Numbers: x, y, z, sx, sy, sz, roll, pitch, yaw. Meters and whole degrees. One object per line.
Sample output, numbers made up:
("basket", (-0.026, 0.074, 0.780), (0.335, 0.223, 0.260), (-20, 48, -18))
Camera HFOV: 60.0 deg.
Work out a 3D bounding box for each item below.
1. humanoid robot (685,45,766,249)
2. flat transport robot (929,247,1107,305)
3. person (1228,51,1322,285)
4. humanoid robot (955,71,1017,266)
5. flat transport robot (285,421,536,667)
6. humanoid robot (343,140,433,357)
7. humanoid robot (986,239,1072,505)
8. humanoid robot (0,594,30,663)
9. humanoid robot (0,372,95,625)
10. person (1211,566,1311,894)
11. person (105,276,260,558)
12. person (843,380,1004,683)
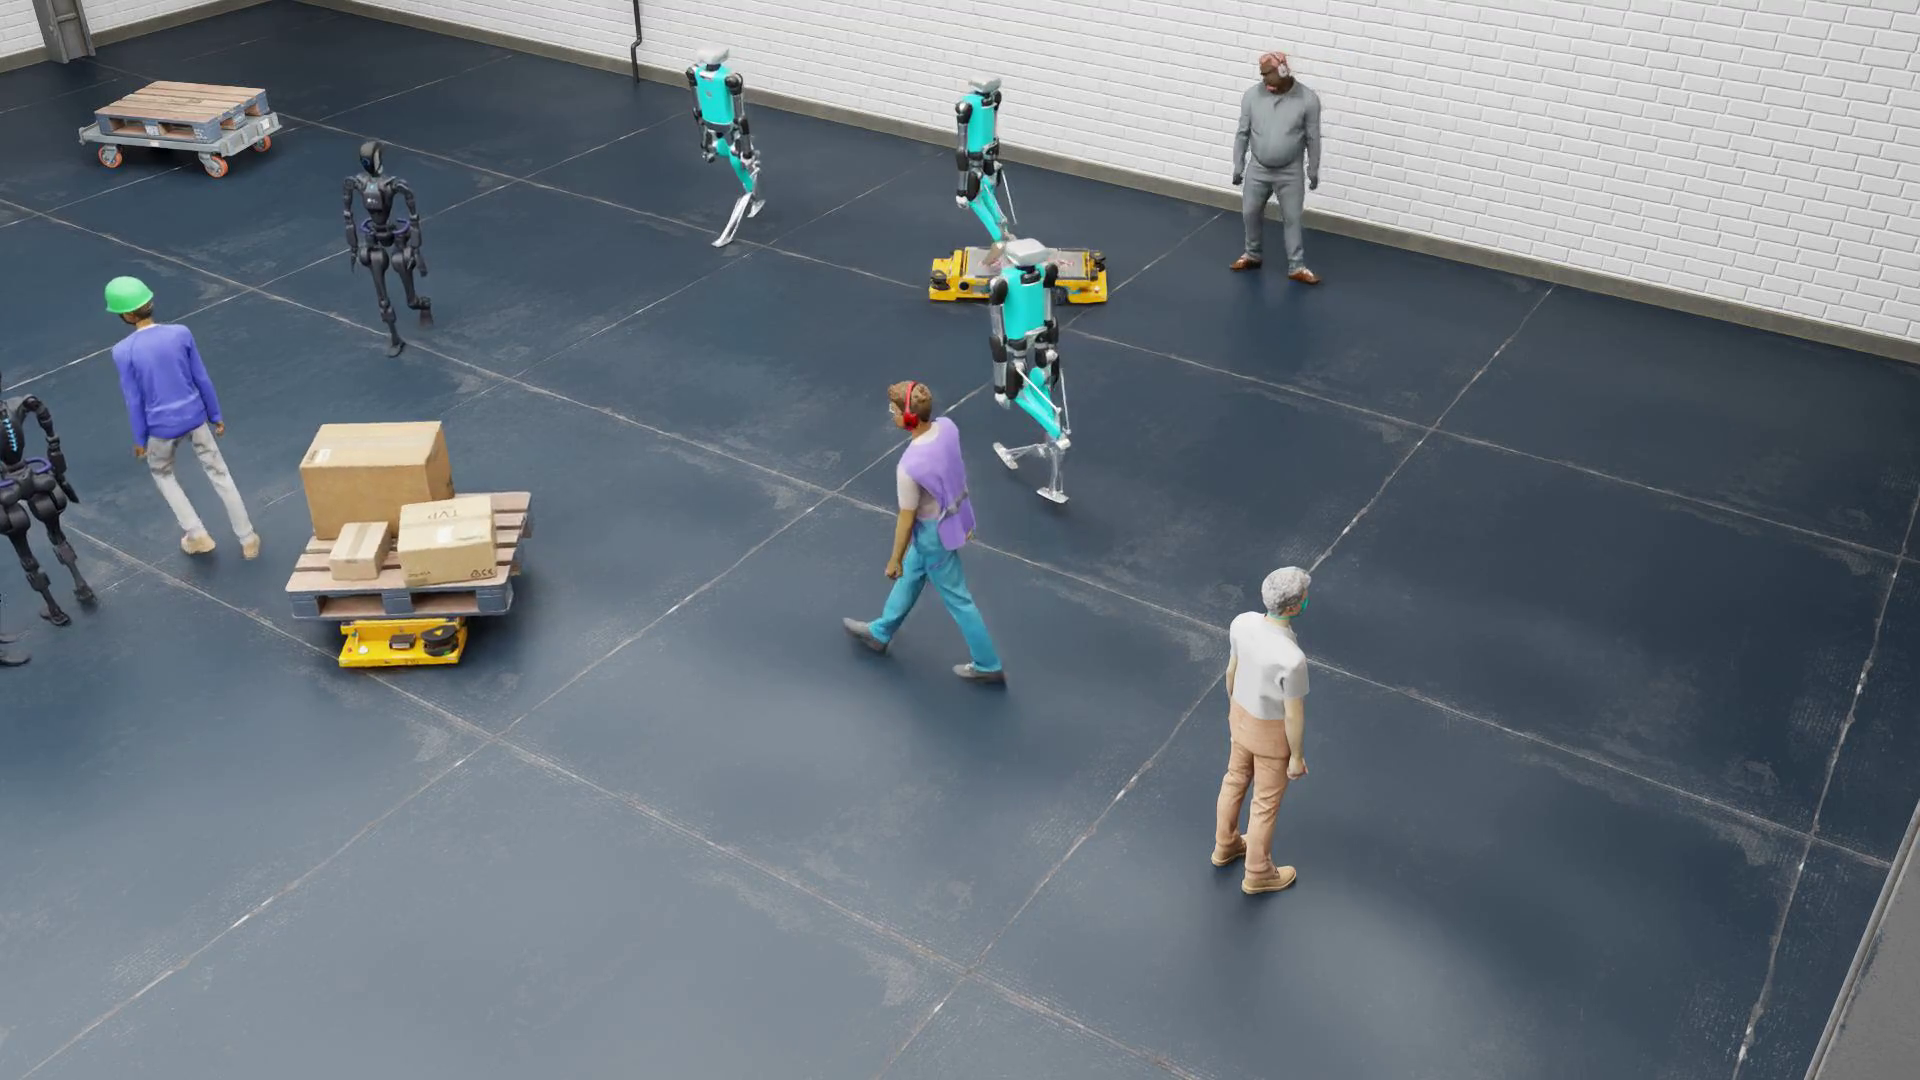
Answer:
("humanoid robot", (-1.872, -3.443, 14.319), (0.530, 1.771, 1.021), (17, 36, 24))
("flat transport robot", (0.481, -2.167, 13.628), (1.431, 0.231, 0.659), (1, 33, 2))
("person", (2.632, -2.990, 13.439), (0.864, 1.868, 0.406), (11, 34, 16))
("humanoid robot", (0.333, -2.757, 13.283), (0.756, 1.898, 0.548), (19, 37, 27))
("flat transport robot", (-3.175, 0.258, 9.854), (0.659, 0.231, 1.431), (-2, 33, -3))
("humanoid robot", (-4.268, -2.225, 12.422), (0.583, 1.633, 0.581), (0, 33, 0))
("humanoid robot", (0.522, -0.995, 10.448), (0.544, 1.732, 1.027), (-25, 40, -33))
("humanoid robot", (-5.459, -0.092, 9.101), (0.351, 1.657, 0.614), (-6, 33, -10))
("humanoid robot", (-5.295, -0.252, 9.342), (0.341, 1.655, 0.601), (24, 40, 32))
("person", (1.391, 0.856, 7.556), (0.308, 1.745, 0.494), (-17, 37, -25))
("person", (-4.648, -0.679, 9.869), (0.552, 1.840, 0.527), (-27, 42, -36))
("person", (-0.200, -0.038, 8.904), (0.997, 1.784, 0.571), (10, 34, 15))
